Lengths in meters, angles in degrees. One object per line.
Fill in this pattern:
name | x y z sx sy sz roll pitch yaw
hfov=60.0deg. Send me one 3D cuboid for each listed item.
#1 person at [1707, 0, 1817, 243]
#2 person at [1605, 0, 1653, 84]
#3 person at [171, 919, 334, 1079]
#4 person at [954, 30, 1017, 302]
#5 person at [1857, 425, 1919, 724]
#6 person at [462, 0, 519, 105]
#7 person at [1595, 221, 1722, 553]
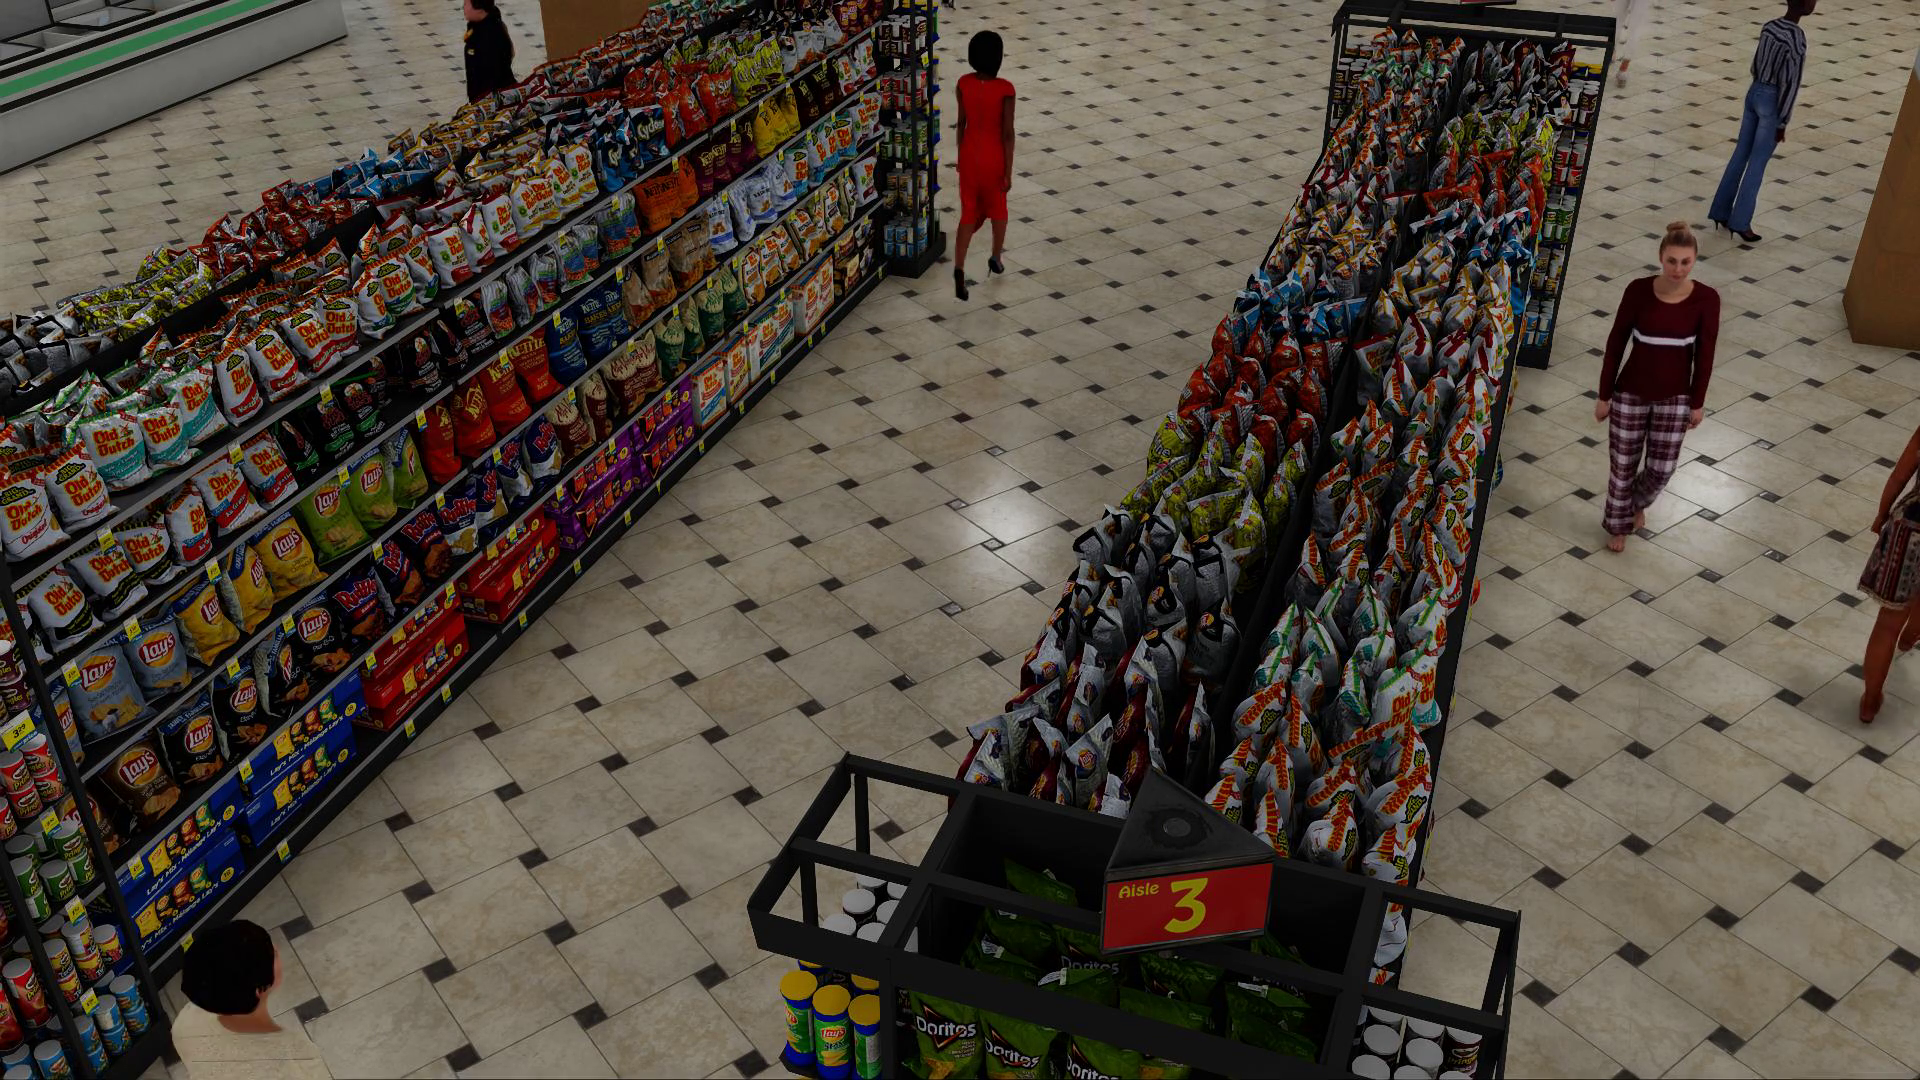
person | 5.638 -2.992 11.642 0.765 1.793 0.645 -5 32 -8
person | 6.069 -4.938 14.897 0.637 1.657 1.082 9 33 14
person | -1.824 1.664 4.361 0.617 1.578 0.602 14 34 21
person | 0.117 -2.364 10.713 0.574 1.708 1.077 11 33 16
person | 4.023 0.054 6.923 0.789 1.604 1.124 19 37 28
person | -3.278 -3.170 12.053 0.909 1.660 0.819 -8 33 -12
person | 3.386 -0.739 8.121 0.665 1.687 0.647 13 34 19
